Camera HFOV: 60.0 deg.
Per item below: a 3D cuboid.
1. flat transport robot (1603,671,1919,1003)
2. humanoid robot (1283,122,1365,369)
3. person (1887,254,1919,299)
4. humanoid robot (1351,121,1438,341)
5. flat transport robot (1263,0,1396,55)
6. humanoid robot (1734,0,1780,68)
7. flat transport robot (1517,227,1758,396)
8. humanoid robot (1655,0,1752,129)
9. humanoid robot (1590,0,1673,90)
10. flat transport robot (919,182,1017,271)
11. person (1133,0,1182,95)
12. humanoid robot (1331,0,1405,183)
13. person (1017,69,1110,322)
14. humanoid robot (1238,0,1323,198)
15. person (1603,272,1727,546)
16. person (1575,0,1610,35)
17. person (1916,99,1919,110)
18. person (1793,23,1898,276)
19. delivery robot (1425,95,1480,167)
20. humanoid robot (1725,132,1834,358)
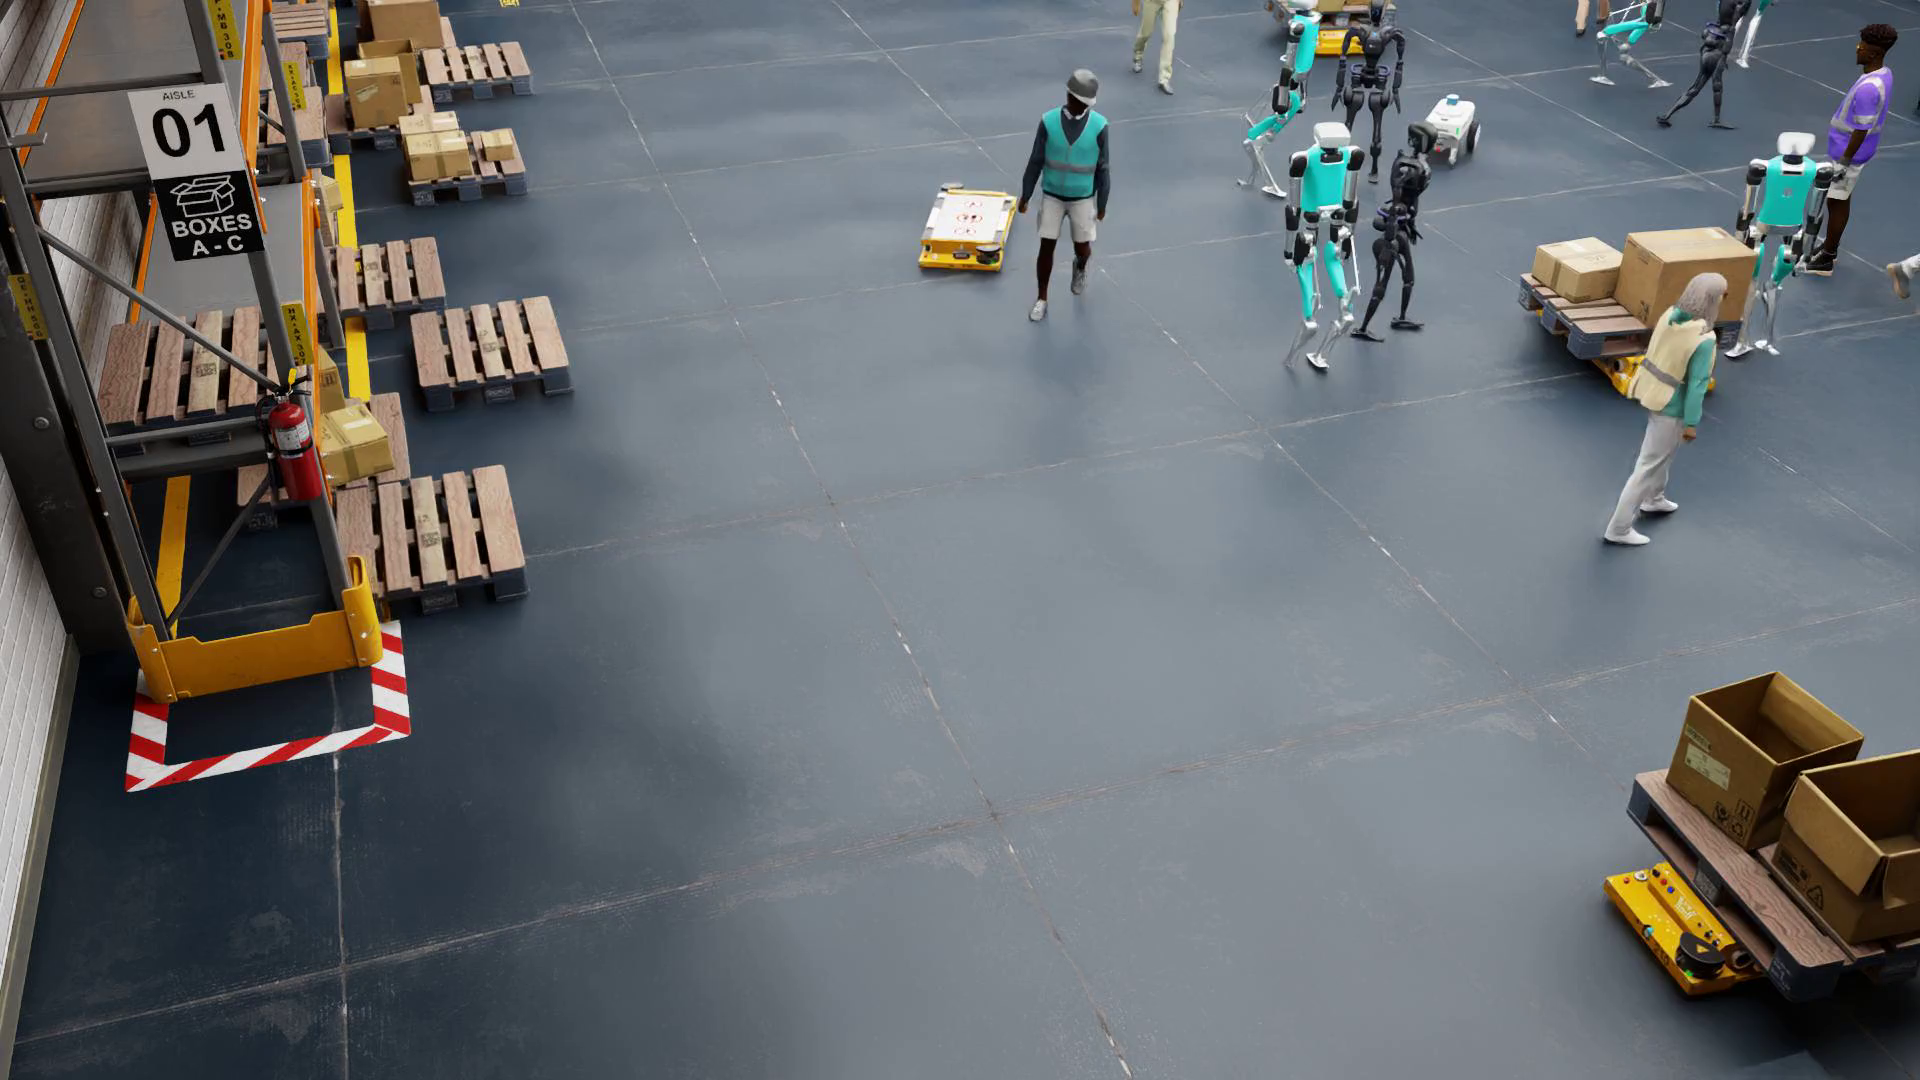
[{"bbox_3d":[3.695,1.604,7.399,1.431,0.231,0.659,-8,34,-12],"label":"flat transport robot"},{"bbox_3d":[2.550,-1.928,11.479,0.540,1.811,0.661,-8,34,-12],"label":"humanoid robot"},{"bbox_3d":[7.281,-2.469,12.188,0.631,1.852,0.538,-28,42,-36],"label":"person"},{"bbox_3d":[3.172,-2.219,11.978,0.452,1.637,0.616,18,37,25],"label":"humanoid robot"},{"bbox_3d":[4.119,-5.759,18.691,0.659,0.231,1.431,-4,33,-6],"label":"flat transport robot"},{"bbox_3d":[8.390,-5.850,17.483,0.566,1.757,0.786,12,35,18],"label":"humanoid robot"},{"bbox_3d":[4.816,-1.467,12.109,0.659,0.231,1.431,-5,33,-8],"label":"flat transport robot"},{"bbox_3d":[7.183,-4.717,15.860,0.766,1.612,0.610,7,34,11],"label":"humanoid robot"},{"bbox_3d":[6.791,-5.334,16.719,1.039,1.738,0.560,5,33,8],"label":"humanoid robot"},{"bbox_3d":[0.081,-2.615,13.869,0.659,0.231,1.431,4,33,6],"label":"flat transport robot"},{"bbox_3d":[2.034,-5.566,16.992,0.575,1.806,0.887,-7,34,-11],"label":"person"},{"bbox_3d":[3.608,-3.985,14.686,0.606,1.643,0.309,7,34,11],"label":"humanoid robot"},{"bbox_3d":[0.774,-2.586,12.326,0.687,1.911,0.591,7,34,10],"label":"person"},{"bbox_3d":[2.677,-3.809,14.449,0.747,1.897,0.542,19,37,26],"label":"humanoid robot"},{"bbox_3d":[4.196,-0.785,9.761,0.730,1.667,0.528,-5,34,-8],"label":"person"},{"bbox_3d":[7.218,-6.551,18.653,0.494,1.621,0.862,19,38,27],"label":"person"},{"bbox_3d":[9.839,-5.143,16.250,0.544,1.909,0.893,24,40,32],"label":"person"},{"bbox_3d":[6.926,-3.033,12.959,0.362,1.963,0.611,20,38,27],"label":"person"},{"bbox_3d":[4.542,-3.845,15.481,0.499,0.580,0.757,15,36,21],"label":"delivery robot"},{"bbox_3d":[5.699,-2.078,11.715,0.609,1.792,0.834,11,35,16],"label":"humanoid robot"}]
